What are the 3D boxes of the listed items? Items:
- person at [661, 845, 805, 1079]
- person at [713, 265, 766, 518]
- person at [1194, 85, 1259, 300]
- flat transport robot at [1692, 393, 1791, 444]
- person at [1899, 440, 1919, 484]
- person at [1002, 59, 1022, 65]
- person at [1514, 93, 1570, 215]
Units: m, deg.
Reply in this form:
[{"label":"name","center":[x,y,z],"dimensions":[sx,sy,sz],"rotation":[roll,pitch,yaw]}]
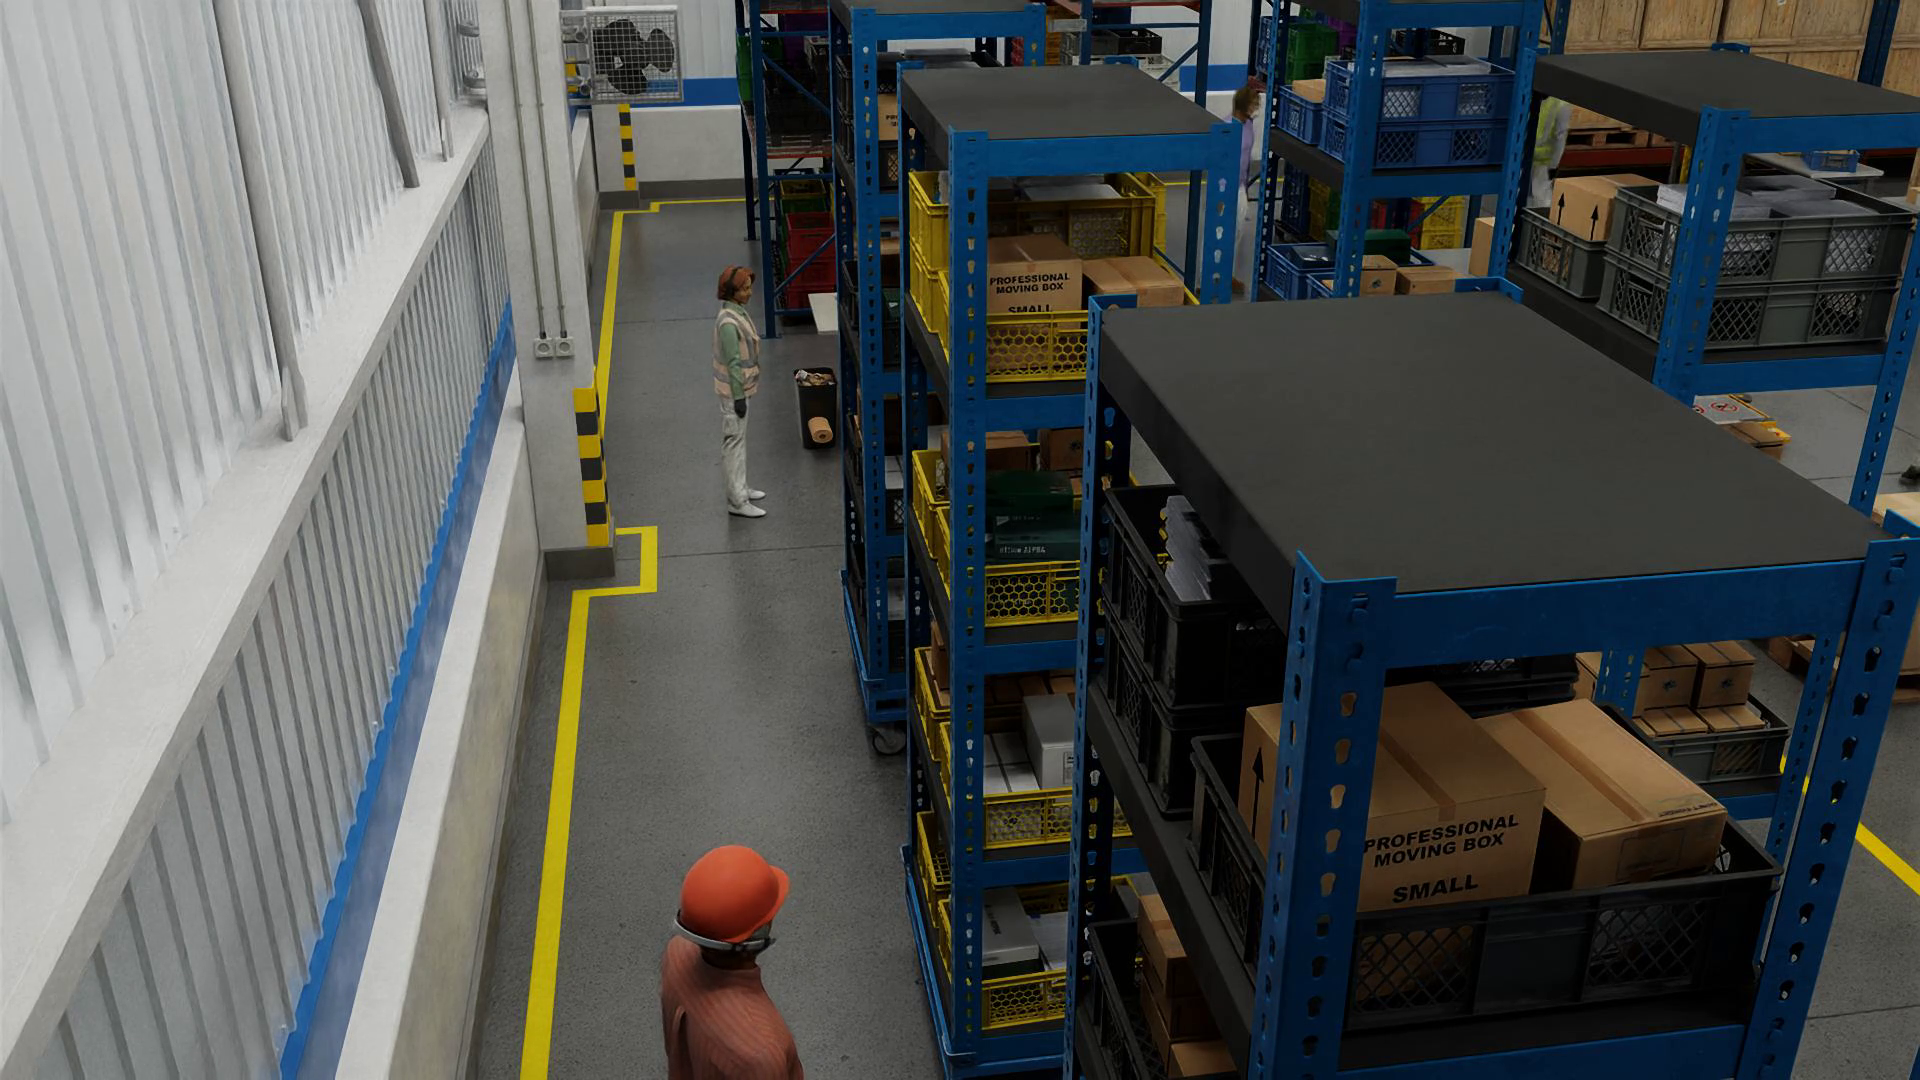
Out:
[{"label":"person","center":[-0.583,1.690,4.541],"dimensions":[0.368,1.996,0.622],"rotation":[-15,29,-29]},{"label":"person","center":[-1.432,-0.962,10.735],"dimensions":[0.312,1.634,0.512],"rotation":[-2,25,-4]},{"label":"person","center":[2.456,-3.189,15.244],"dimensions":[0.401,1.923,0.664],"rotation":[17,30,32]},{"label":"flat transport robot","center":[5.224,-0.859,12.132],"dimensions":[1.431,0.197,0.652],"rotation":[-4,25,-8]},{"label":"person","center":[6.693,-1.189,10.995],"dimensions":[0.404,1.829,0.600],"rotation":[-22,33,-39]},{"label":"person","center":[0.626,-4.728,18.628],"dimensions":[0.350,1.884,0.583],"rotation":[8,26,18]},{"label":"person","center":[5.786,-3.854,16.829],"dimensions":[0.649,1.791,0.900],"rotation":[21,32,38]}]
